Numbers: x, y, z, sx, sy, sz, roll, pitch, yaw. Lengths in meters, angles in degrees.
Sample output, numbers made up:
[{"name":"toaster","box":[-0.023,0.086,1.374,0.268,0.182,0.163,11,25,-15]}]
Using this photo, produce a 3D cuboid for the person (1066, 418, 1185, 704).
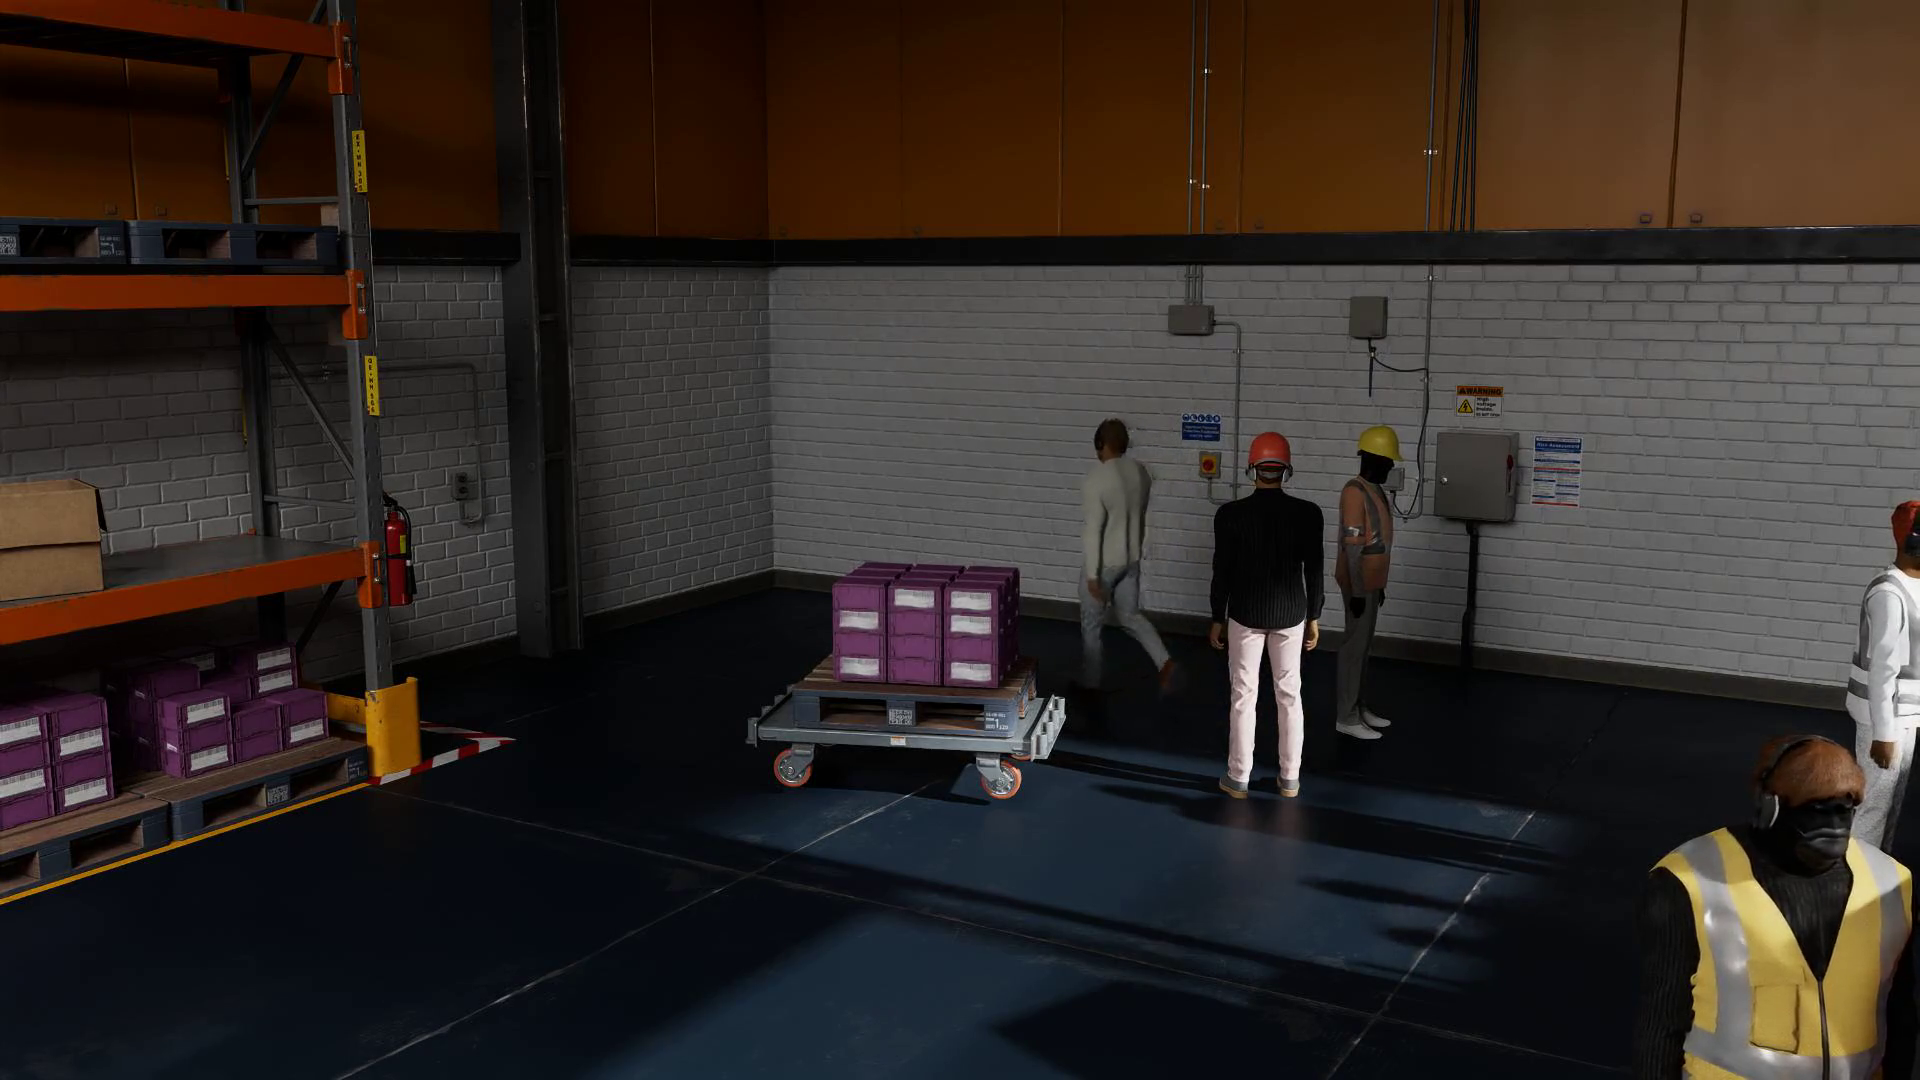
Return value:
[{"name":"person","box":[1.072,0.157,10.883,0.621,1.909,0.849,-8,12,-40]}]

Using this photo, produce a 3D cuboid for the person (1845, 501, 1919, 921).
[{"name":"person","box":[4.022,0.764,7.171,0.350,1.877,0.577,8,12,40]}]

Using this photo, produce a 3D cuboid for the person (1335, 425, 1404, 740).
[{"name":"person","box":[2.506,0.250,10.234,0.373,1.920,0.585,4,10,25]}]

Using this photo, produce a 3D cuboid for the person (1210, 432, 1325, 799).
[{"name":"person","box":[1.654,0.410,9.001,0.622,1.993,0.381,-1,9,-4]}]

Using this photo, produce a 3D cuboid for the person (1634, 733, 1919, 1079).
[{"name":"person","box":[1.853,1.328,3.803,0.622,1.835,0.430,0,9,0]}]
